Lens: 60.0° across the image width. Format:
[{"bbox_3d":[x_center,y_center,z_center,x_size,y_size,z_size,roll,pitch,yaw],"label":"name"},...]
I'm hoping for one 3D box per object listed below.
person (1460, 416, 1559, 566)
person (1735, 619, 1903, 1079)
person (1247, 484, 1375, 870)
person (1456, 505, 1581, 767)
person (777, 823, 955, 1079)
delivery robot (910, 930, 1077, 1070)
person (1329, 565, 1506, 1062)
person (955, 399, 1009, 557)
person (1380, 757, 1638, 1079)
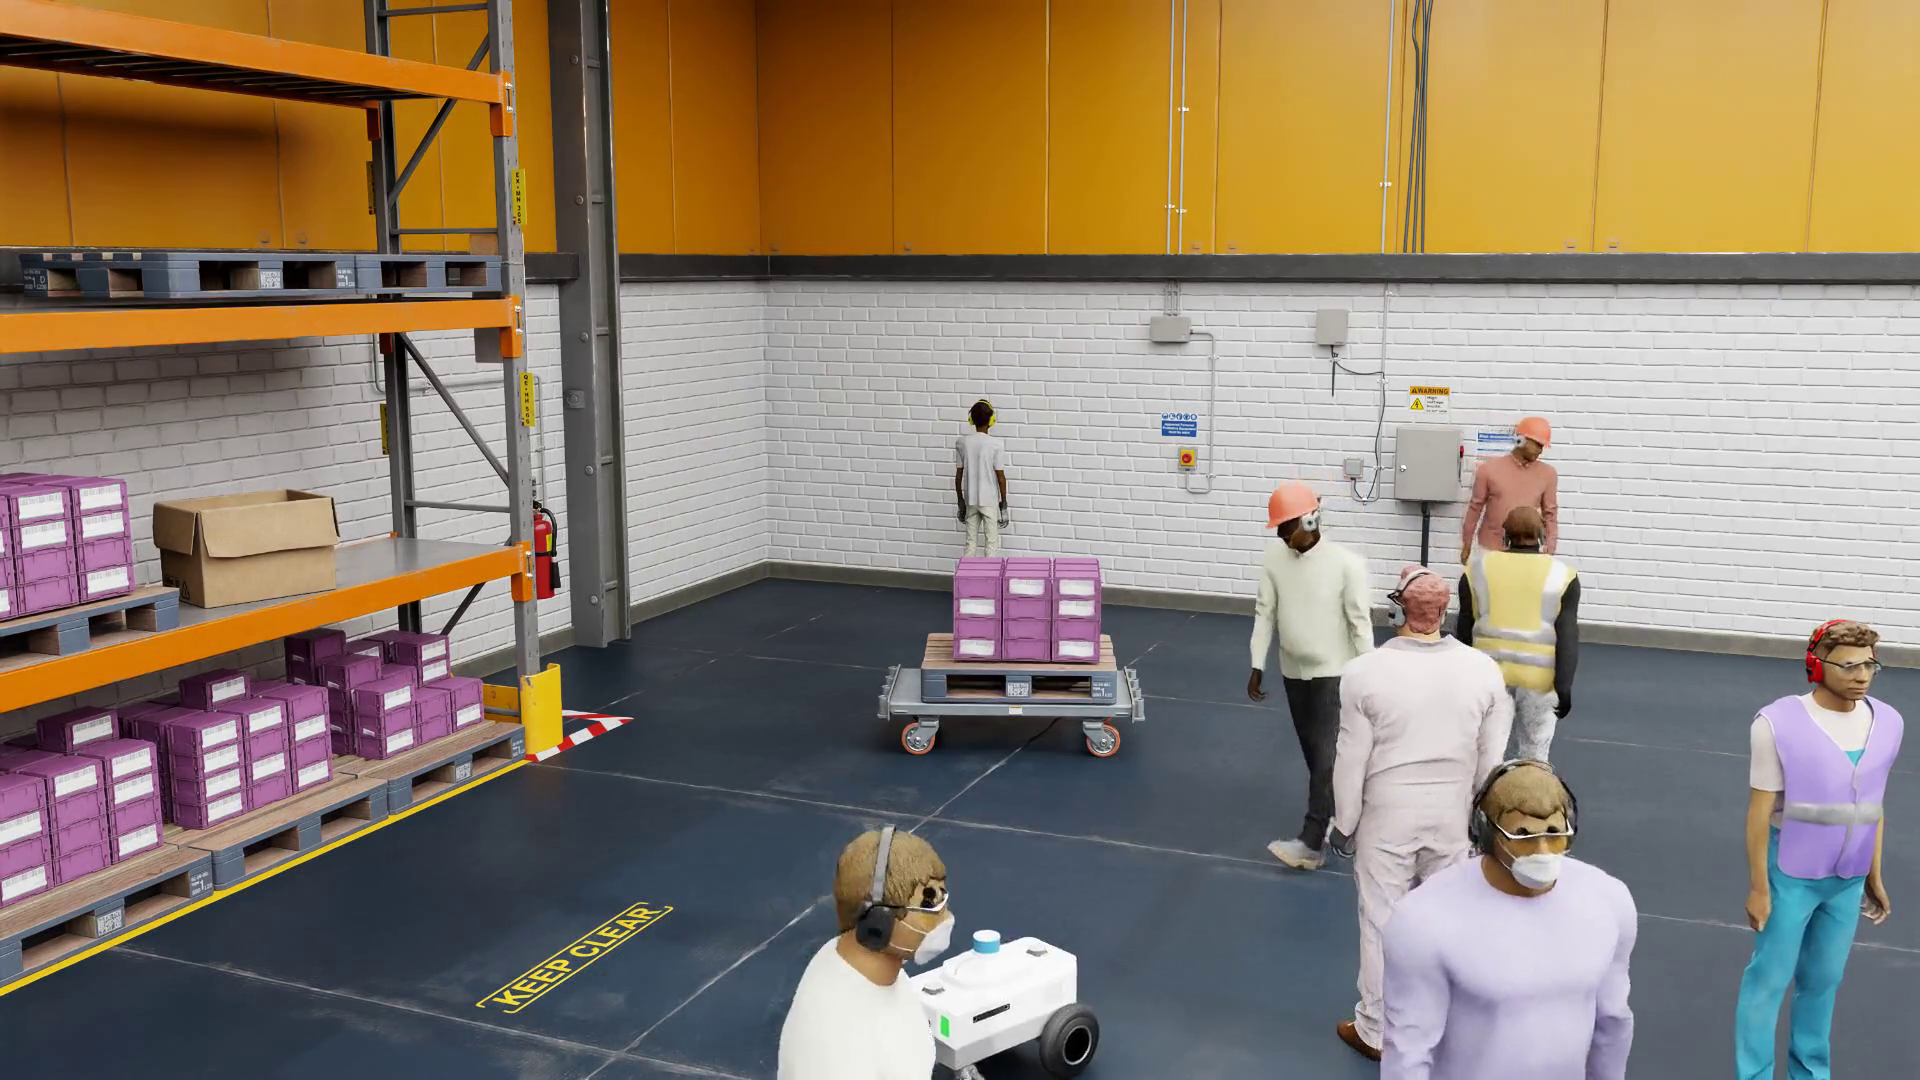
[{"bbox_3d":[4.064,0.048,12.262,0.641,1.947,0.556,-1,9,-3],"label":"person"},{"bbox_3d":[2.969,1.168,5.790,0.565,1.847,0.396,-2,10,-14],"label":"person"},{"bbox_3d":[1.790,0.676,8.554,0.897,1.923,0.624,-9,13,-42],"label":"person"},{"bbox_3d":[2.938,0.706,8.788,0.639,1.773,1.029,5,11,27],"label":"person"},{"bbox_3d":[-0.295,1.516,3.479,0.655,1.915,0.642,1,9,3],"label":"person"},{"bbox_3d":[0.098,1.699,6.194,0.707,0.478,0.477,-8,12,-40],"label":"delivery robot"},{"bbox_3d":[1.722,1.043,6.362,0.646,1.911,0.409,-1,9,-7],"label":"person"},{"bbox_3d":[0.200,-0.298,14.594,0.514,1.877,0.328,5,11,28],"label":"person"},{"bbox_3d":[1.310,1.449,3.886,0.655,1.911,0.648,-1,9,-8],"label":"person"}]
